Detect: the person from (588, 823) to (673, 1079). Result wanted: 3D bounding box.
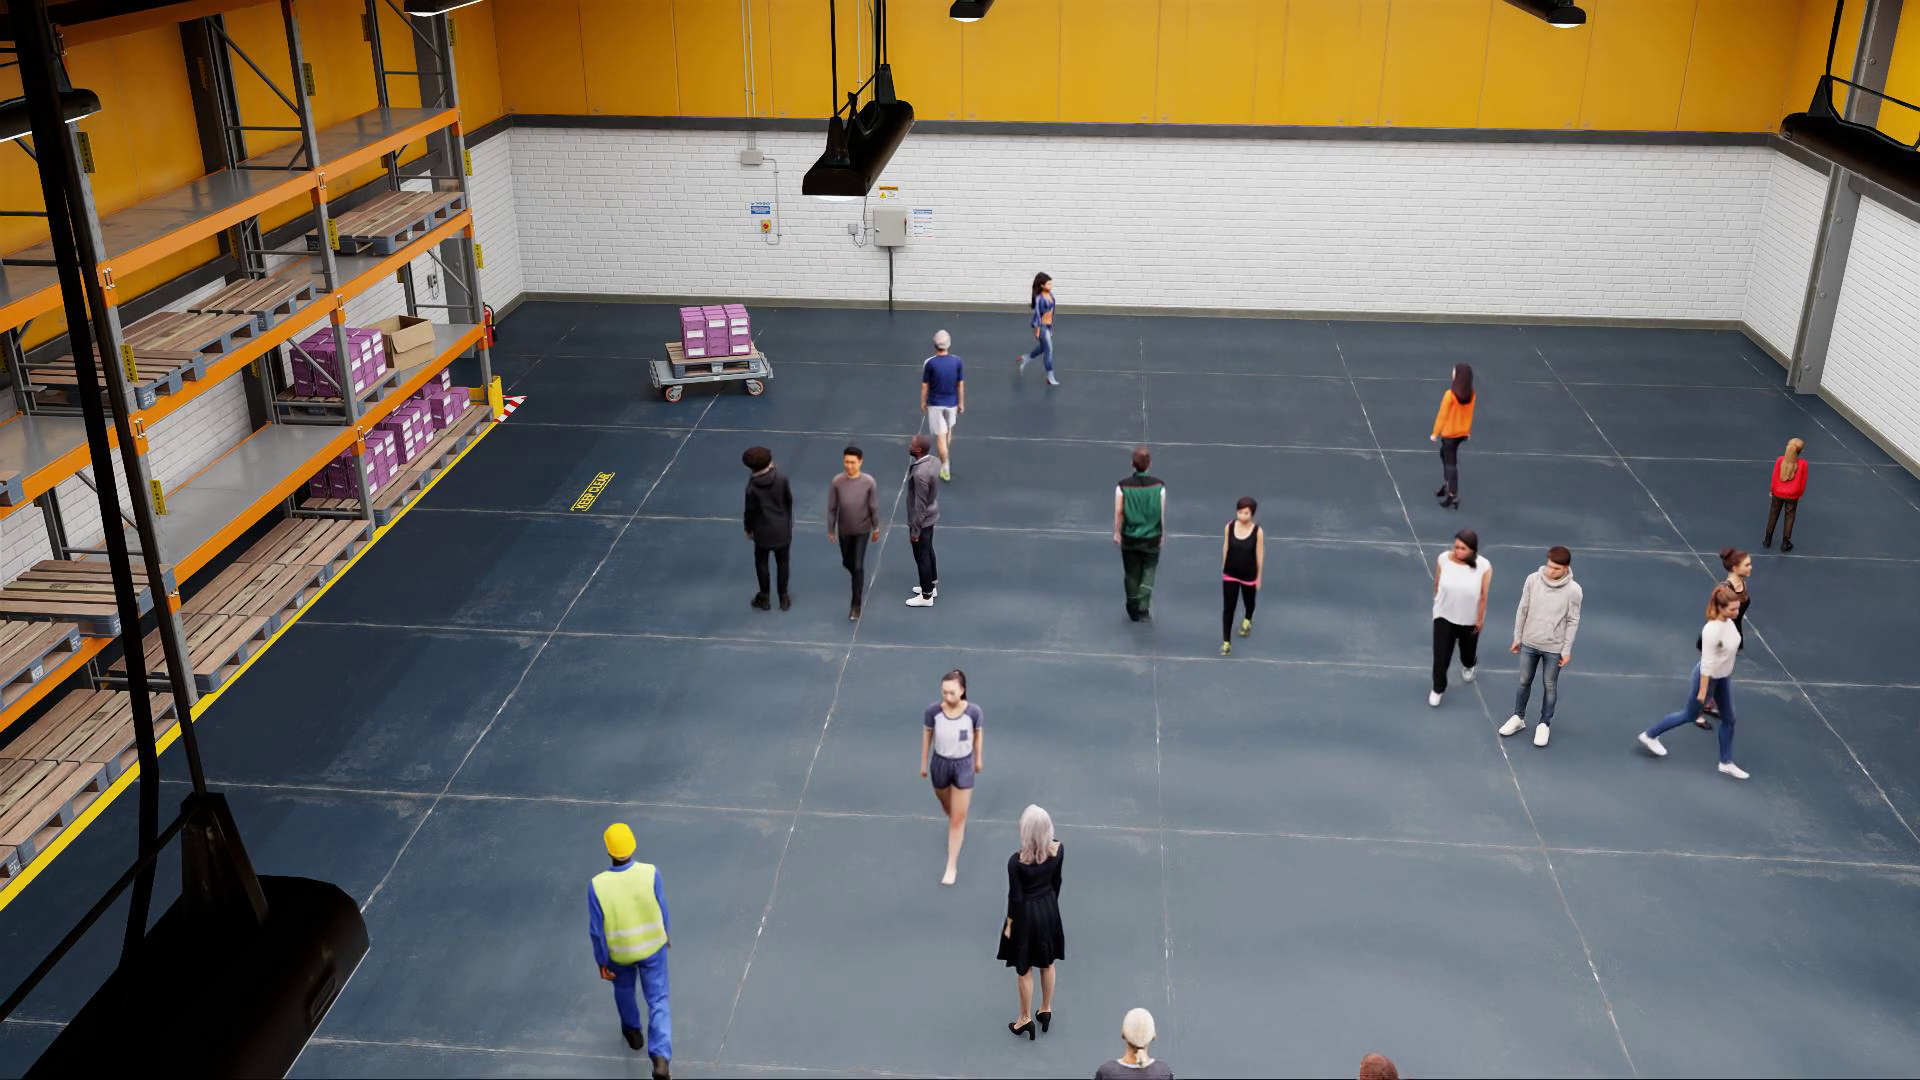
[{"bbox_3d":[-2.032,2.612,10.469,0.915,1.786,1.196,-7,24,-15],"label":"person"}]

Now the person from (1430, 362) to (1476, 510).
[{"bbox_3d":[5.784,-1.185,19.219,0.777,1.735,0.836,-19,30,-37],"label":"person"}]

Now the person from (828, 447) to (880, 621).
[{"bbox_3d":[-1.050,-0.128,16.791,1.074,1.743,0.679,2,24,5],"label":"person"}]

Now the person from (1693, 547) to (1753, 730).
[{"bbox_3d":[6.716,0.848,14.654,0.676,1.667,0.735,-18,30,-36],"label":"person"}]

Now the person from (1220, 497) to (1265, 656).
[{"bbox_3d":[2.753,0.296,16.109,0.733,1.513,1.077,9,25,19],"label":"person"}]

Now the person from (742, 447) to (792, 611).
[{"bbox_3d":[-1.895,-0.128,16.768,0.718,1.761,0.689,-2,24,-5],"label":"person"}]

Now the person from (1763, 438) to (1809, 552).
[{"bbox_3d":[9.066,-0.511,18.244,0.577,1.281,0.616,15,28,30],"label":"person"}]

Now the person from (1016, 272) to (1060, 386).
[{"bbox_3d":[1.127,-2.990,23.516,0.952,1.600,1.011,15,28,30],"label":"person"}]

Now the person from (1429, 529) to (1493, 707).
[{"bbox_3d":[4.544,0.662,15.078,0.867,1.666,1.041,12,26,26],"label":"person"}]

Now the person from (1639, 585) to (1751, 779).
[{"bbox_3d":[6.178,1.165,13.909,1.129,1.682,1.135,20,30,38],"label":"person"}]

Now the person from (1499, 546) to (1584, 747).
[{"bbox_3d":[5.052,0.880,14.355,0.758,1.847,0.765,17,29,34],"label":"person"}]

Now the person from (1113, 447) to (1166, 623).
[{"bbox_3d":[1.786,-0.009,16.412,0.647,1.829,0.648,2,24,4],"label":"person"}]

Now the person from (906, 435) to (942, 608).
[{"bbox_3d":[-0.367,-0.205,16.874,0.818,1.817,0.569,6,24,13],"label":"person"}]

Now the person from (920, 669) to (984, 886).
[{"bbox_3d":[-0.050,1.727,12.720,0.694,1.604,1.082,5,24,10],"label":"person"}]

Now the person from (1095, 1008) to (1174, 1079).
[{"bbox_3d":[0.916,3.321,8.968,0.743,1.689,1.099,-2,24,-5],"label":"person"}]

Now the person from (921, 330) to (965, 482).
[{"bbox_3d":[-0.181,-1.595,20.068,0.928,1.806,1.160,-8,25,-17],"label":"person"}]

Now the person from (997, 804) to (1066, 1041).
[{"bbox_3d":[0.478,2.477,10.826,0.697,1.747,0.739,-14,27,-29],"label":"person"}]
